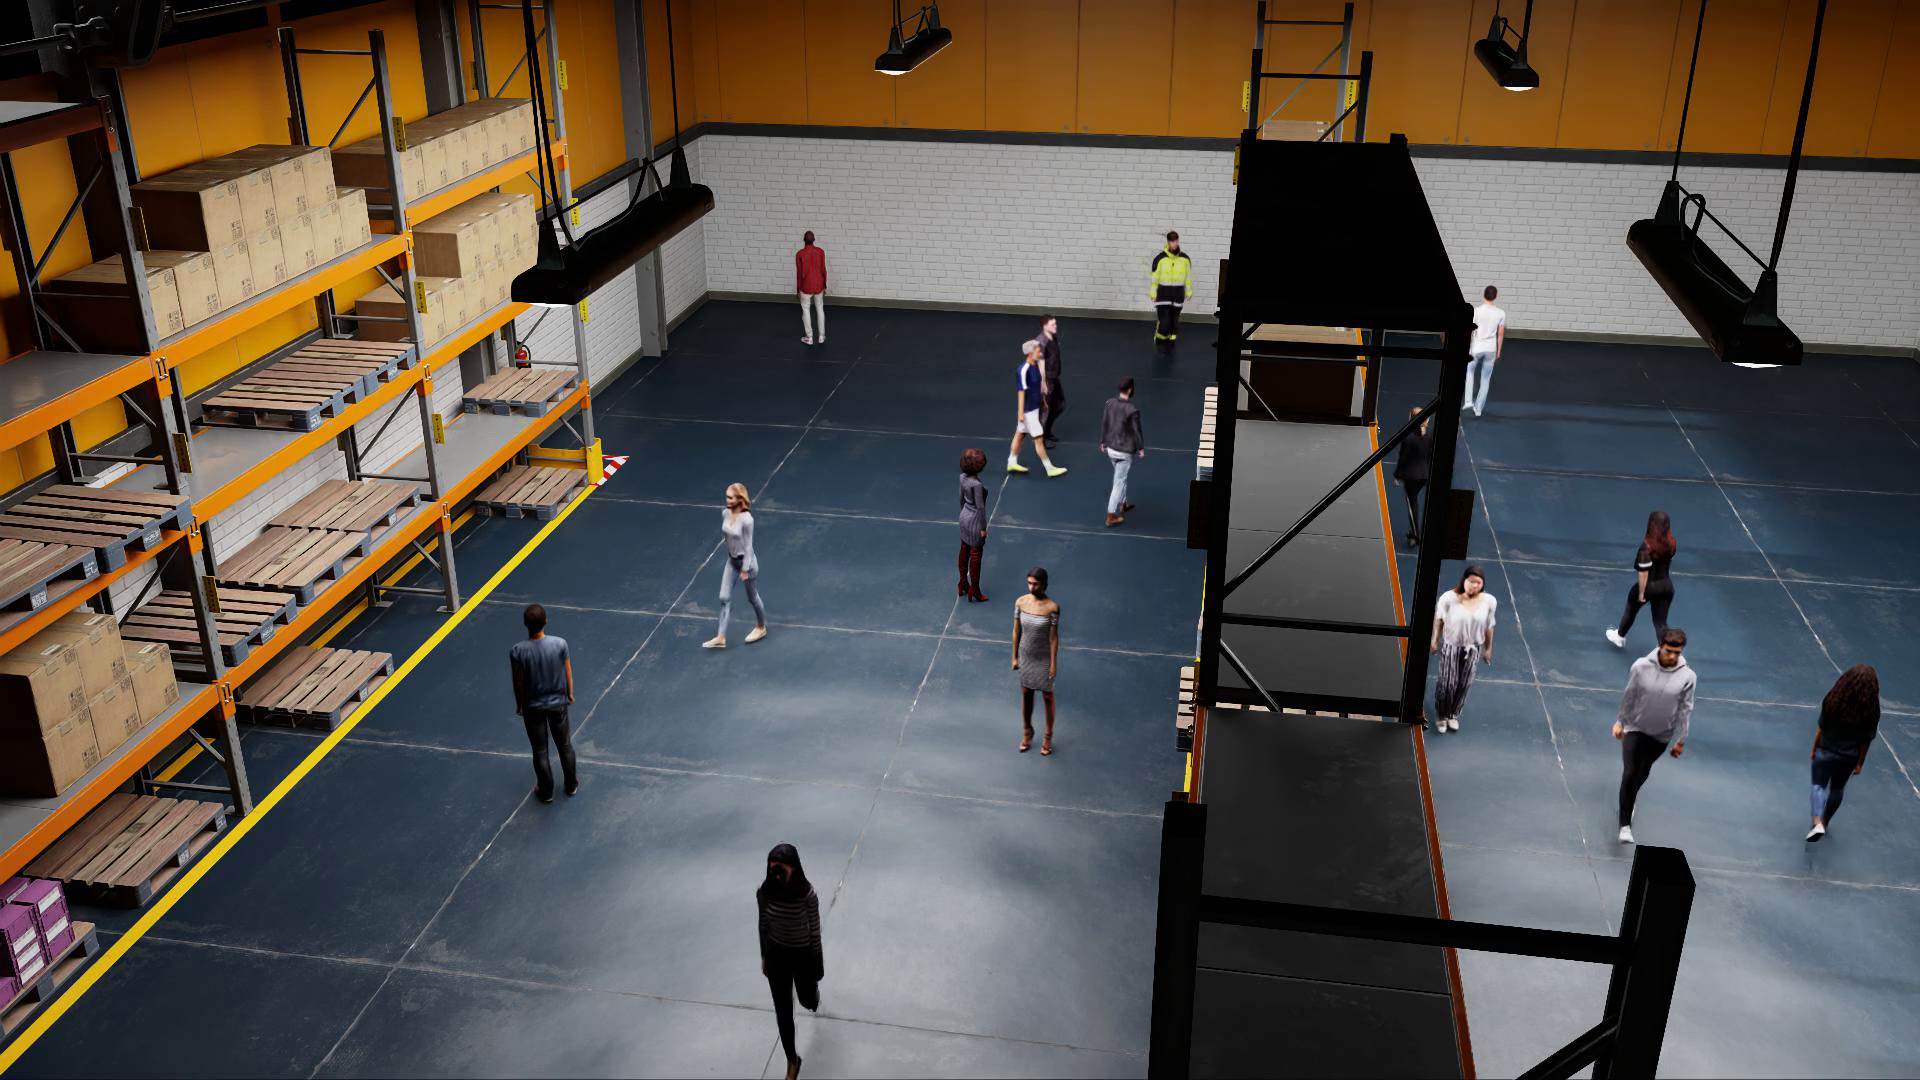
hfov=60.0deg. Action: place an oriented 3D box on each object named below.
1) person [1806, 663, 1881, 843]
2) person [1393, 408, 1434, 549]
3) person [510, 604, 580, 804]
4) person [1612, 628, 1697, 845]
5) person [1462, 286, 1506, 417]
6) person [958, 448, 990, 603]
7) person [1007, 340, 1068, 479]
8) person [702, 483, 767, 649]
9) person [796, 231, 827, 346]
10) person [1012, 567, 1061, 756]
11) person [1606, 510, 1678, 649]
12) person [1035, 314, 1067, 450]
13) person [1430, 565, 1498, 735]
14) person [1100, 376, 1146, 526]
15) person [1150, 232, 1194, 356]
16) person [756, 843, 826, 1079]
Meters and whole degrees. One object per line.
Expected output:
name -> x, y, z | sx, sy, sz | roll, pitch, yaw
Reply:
person -> 7.139, 1.767, 13.528 | 0.731, 1.602, 0.949 | 11, 26, 24
person -> 5.244, -0.659, 18.974 | 0.743, 1.686, 0.780 | -10, 26, -22
person -> -3.531, 1.380, 14.154 | 0.727, 1.810, 0.744 | -11, 26, -23
person -> 5.688, 1.525, 13.742 | 0.760, 1.875, 1.177 | 7, 24, 15
person -> 7.320, -2.610, 23.244 | 0.647, 1.840, 0.656 | 5, 24, 11
person -> 0.127, -0.168, 17.818 | 0.711, 1.711, 0.629 | -12, 27, -26
person -> 0.794, -1.672, 21.149 | 0.809, 1.801, 1.044 | 7, 25, 15
person -> -2.140, 0.237, 16.825 | 0.945, 1.766, 1.080 | 21, 31, 40
person -> -2.369, -4.048, 26.560 | 0.749, 1.820, 0.753 | -8, 25, -17
person -> 0.700, 1.071, 14.848 | 0.631, 1.821, 0.594 | 10, 25, 21
person -> 6.881, 0.526, 16.381 | 0.942, 1.590, 1.202 | -7, 25, -16
person -> 1.081, -2.124, 22.139 | 0.876, 1.836, 0.689 | 11, 26, 24
person -> 4.592, 0.961, 15.294 | 0.746, 1.664, 0.731 | 1, 24, 2
person -> 1.840, -1.028, 19.652 | 1.024, 1.819, 0.946 | -20, 31, -38
person -> 3.251, -3.878, 25.996 | 0.909, 1.959, 0.906 | -8, 25, -18
person -> -1.086, 2.758, 11.053 | 0.598, 1.769, 0.971 | 4, 24, 9
